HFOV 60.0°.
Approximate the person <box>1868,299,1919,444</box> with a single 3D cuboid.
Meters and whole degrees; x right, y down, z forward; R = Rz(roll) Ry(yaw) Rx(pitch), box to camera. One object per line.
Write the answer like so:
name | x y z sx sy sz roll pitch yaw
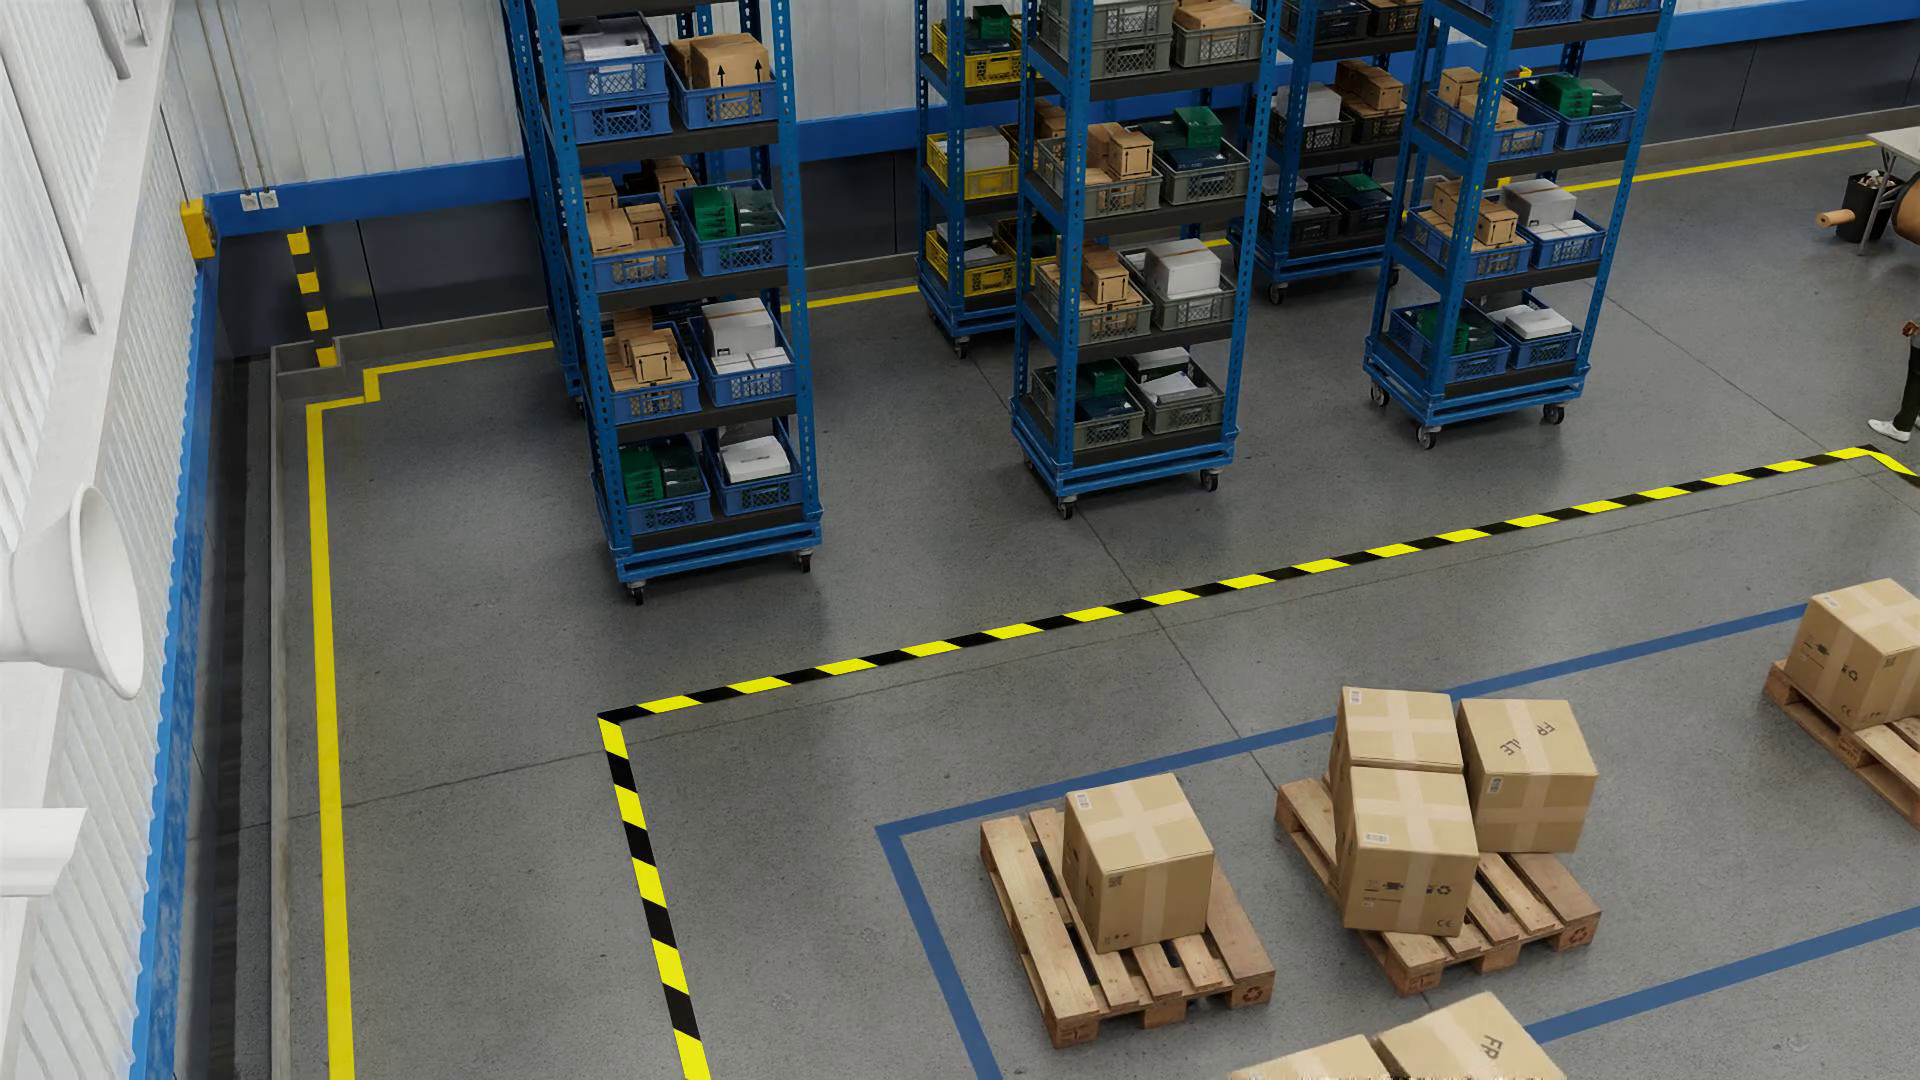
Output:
person | 6.399 -1.505 10.815 0.597 1.850 0.395 -12 37 -16
